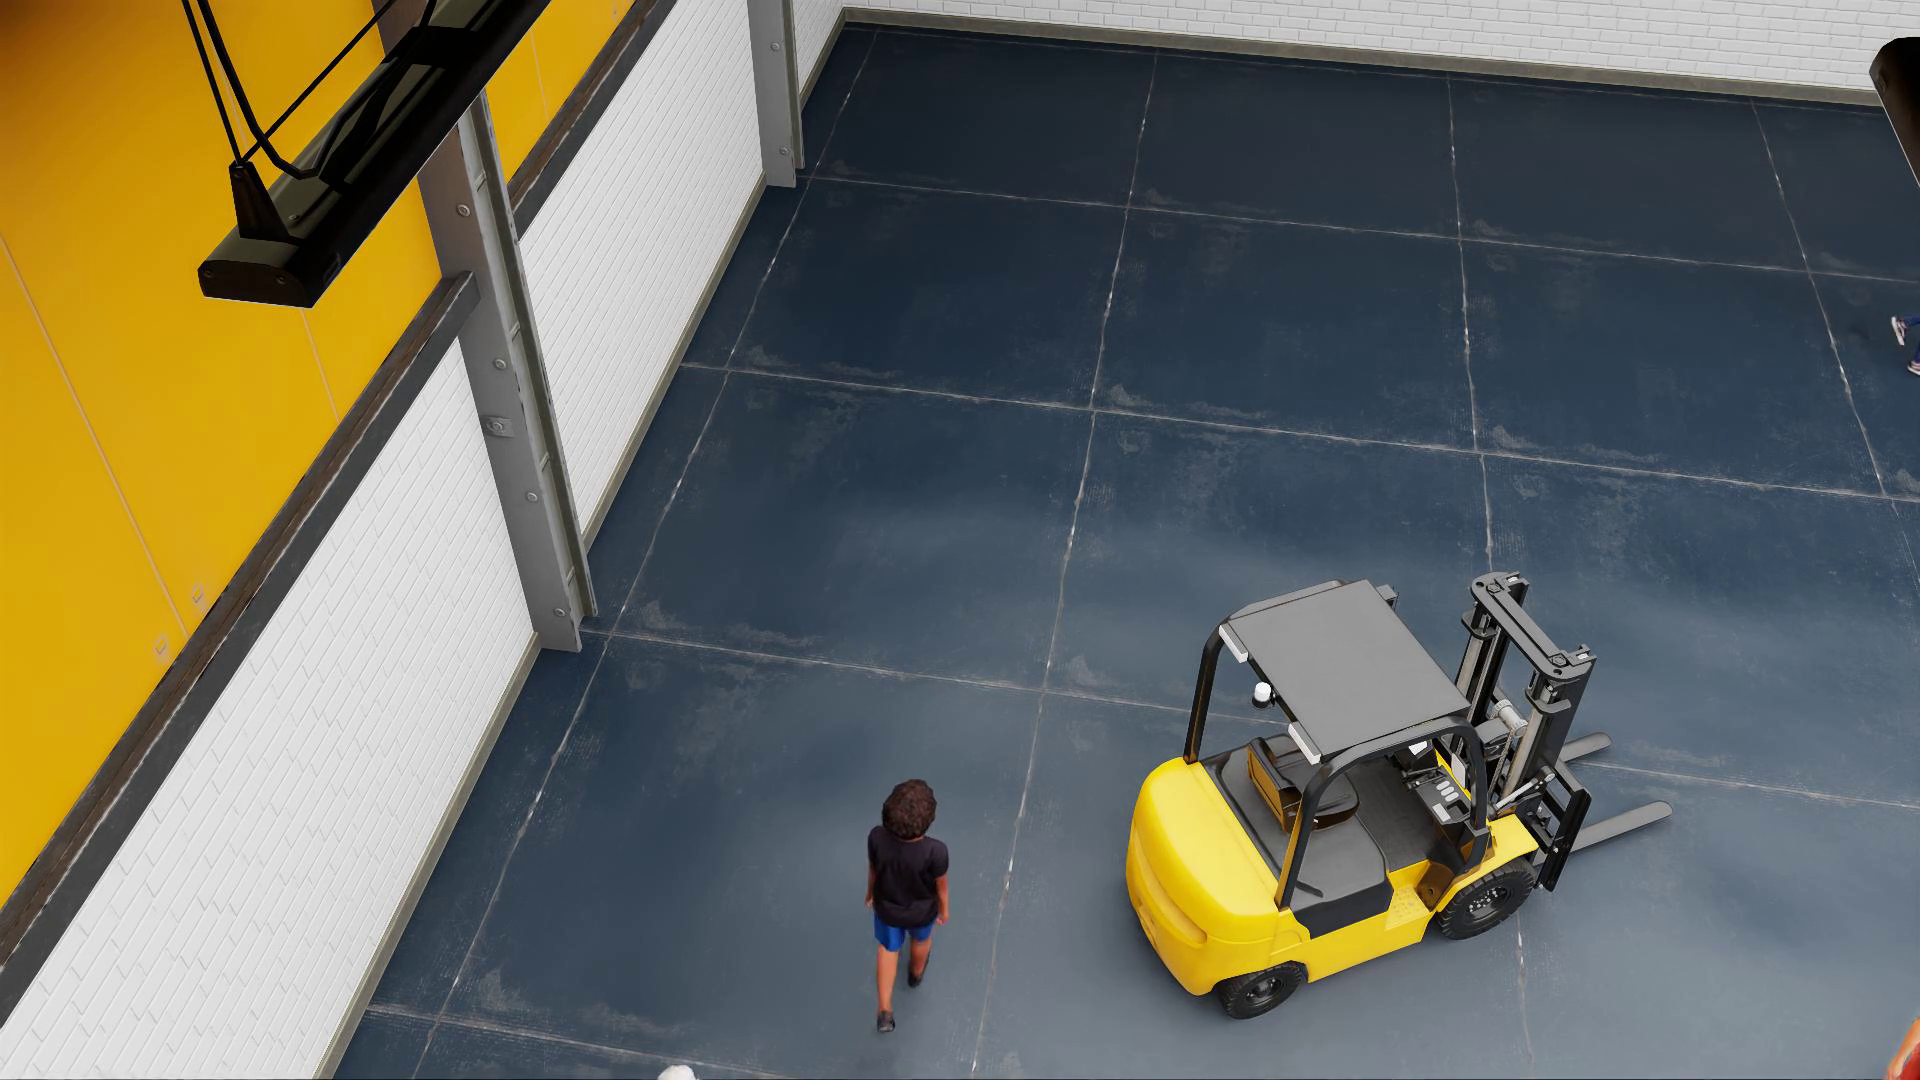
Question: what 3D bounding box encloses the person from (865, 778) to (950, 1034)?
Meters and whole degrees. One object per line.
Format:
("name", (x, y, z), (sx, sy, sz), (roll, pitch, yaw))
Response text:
("person", (-0.304, 1.976, 8.766), (0.604, 1.776, 0.964), (7, 44, 7))
